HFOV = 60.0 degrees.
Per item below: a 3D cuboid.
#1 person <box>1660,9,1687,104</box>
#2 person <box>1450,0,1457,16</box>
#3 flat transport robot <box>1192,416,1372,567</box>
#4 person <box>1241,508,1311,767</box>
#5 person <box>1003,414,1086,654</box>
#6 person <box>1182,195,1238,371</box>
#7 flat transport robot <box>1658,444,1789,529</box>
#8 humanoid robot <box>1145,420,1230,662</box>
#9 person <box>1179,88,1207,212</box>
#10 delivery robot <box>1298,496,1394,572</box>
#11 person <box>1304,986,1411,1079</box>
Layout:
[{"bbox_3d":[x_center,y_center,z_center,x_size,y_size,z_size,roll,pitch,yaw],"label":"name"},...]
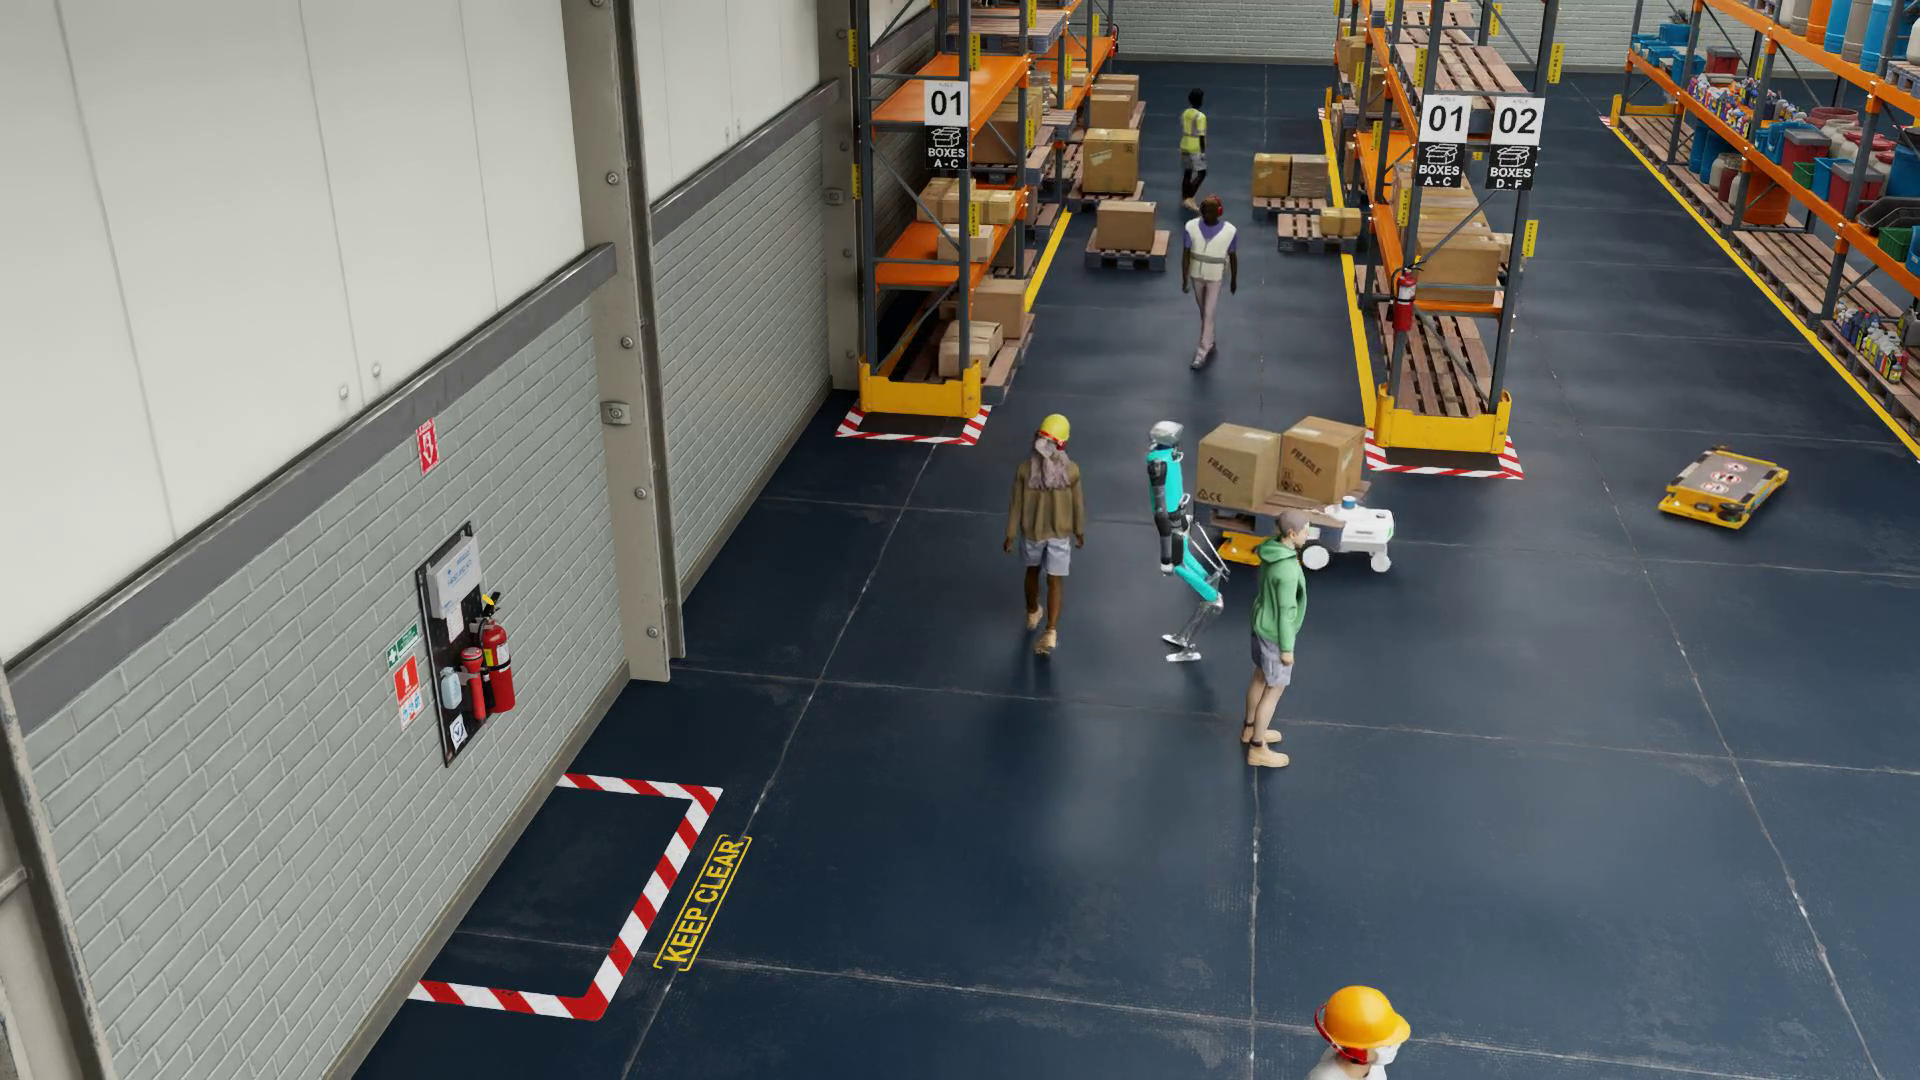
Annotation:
[{"bbox_3d":[12.779,-8.532,29.759,0.506,1.845,0.532,11,27,22],"label":"person"},{"bbox_3d":[9.325,-9.438,31.788,0.533,1.767,0.312,7,26,16],"label":"person"},{"bbox_3d":[2.640,-0.130,13.635,0.659,0.231,1.431,12,28,24],"label":"flat transport robot"},{"bbox_3d":[1.960,0.597,10.356,0.315,1.733,0.475,-2,25,-4],"label":"person"},{"bbox_3d":[0.598,-0.046,11.740,0.580,1.731,0.807,2,25,4],"label":"person"},{"bbox_3d":[2.603,-2.742,17.447,0.550,1.783,0.993,13,28,26],"label":"person"},{"bbox_3d":[6.609,-0.466,14.356,0.659,0.231,1.431,19,31,35],"label":"flat transport robot"},{"bbox_3d":[1.616,0.035,11.501,0.729,1.742,0.531,7,26,15],"label":"humanoid robot"},{"bbox_3d":[3.255,-5.496,23.451,0.400,1.679,0.584,-13,28,-26],"label":"person"},{"bbox_3d":[3.024,-0.059,13.145,0.778,0.594,0.499,3,25,7],"label":"delivery robot"},{"bbox_3d":[1.405,2.442,6.210,0.352,1.898,0.563,16,29,30],"label":"person"}]
